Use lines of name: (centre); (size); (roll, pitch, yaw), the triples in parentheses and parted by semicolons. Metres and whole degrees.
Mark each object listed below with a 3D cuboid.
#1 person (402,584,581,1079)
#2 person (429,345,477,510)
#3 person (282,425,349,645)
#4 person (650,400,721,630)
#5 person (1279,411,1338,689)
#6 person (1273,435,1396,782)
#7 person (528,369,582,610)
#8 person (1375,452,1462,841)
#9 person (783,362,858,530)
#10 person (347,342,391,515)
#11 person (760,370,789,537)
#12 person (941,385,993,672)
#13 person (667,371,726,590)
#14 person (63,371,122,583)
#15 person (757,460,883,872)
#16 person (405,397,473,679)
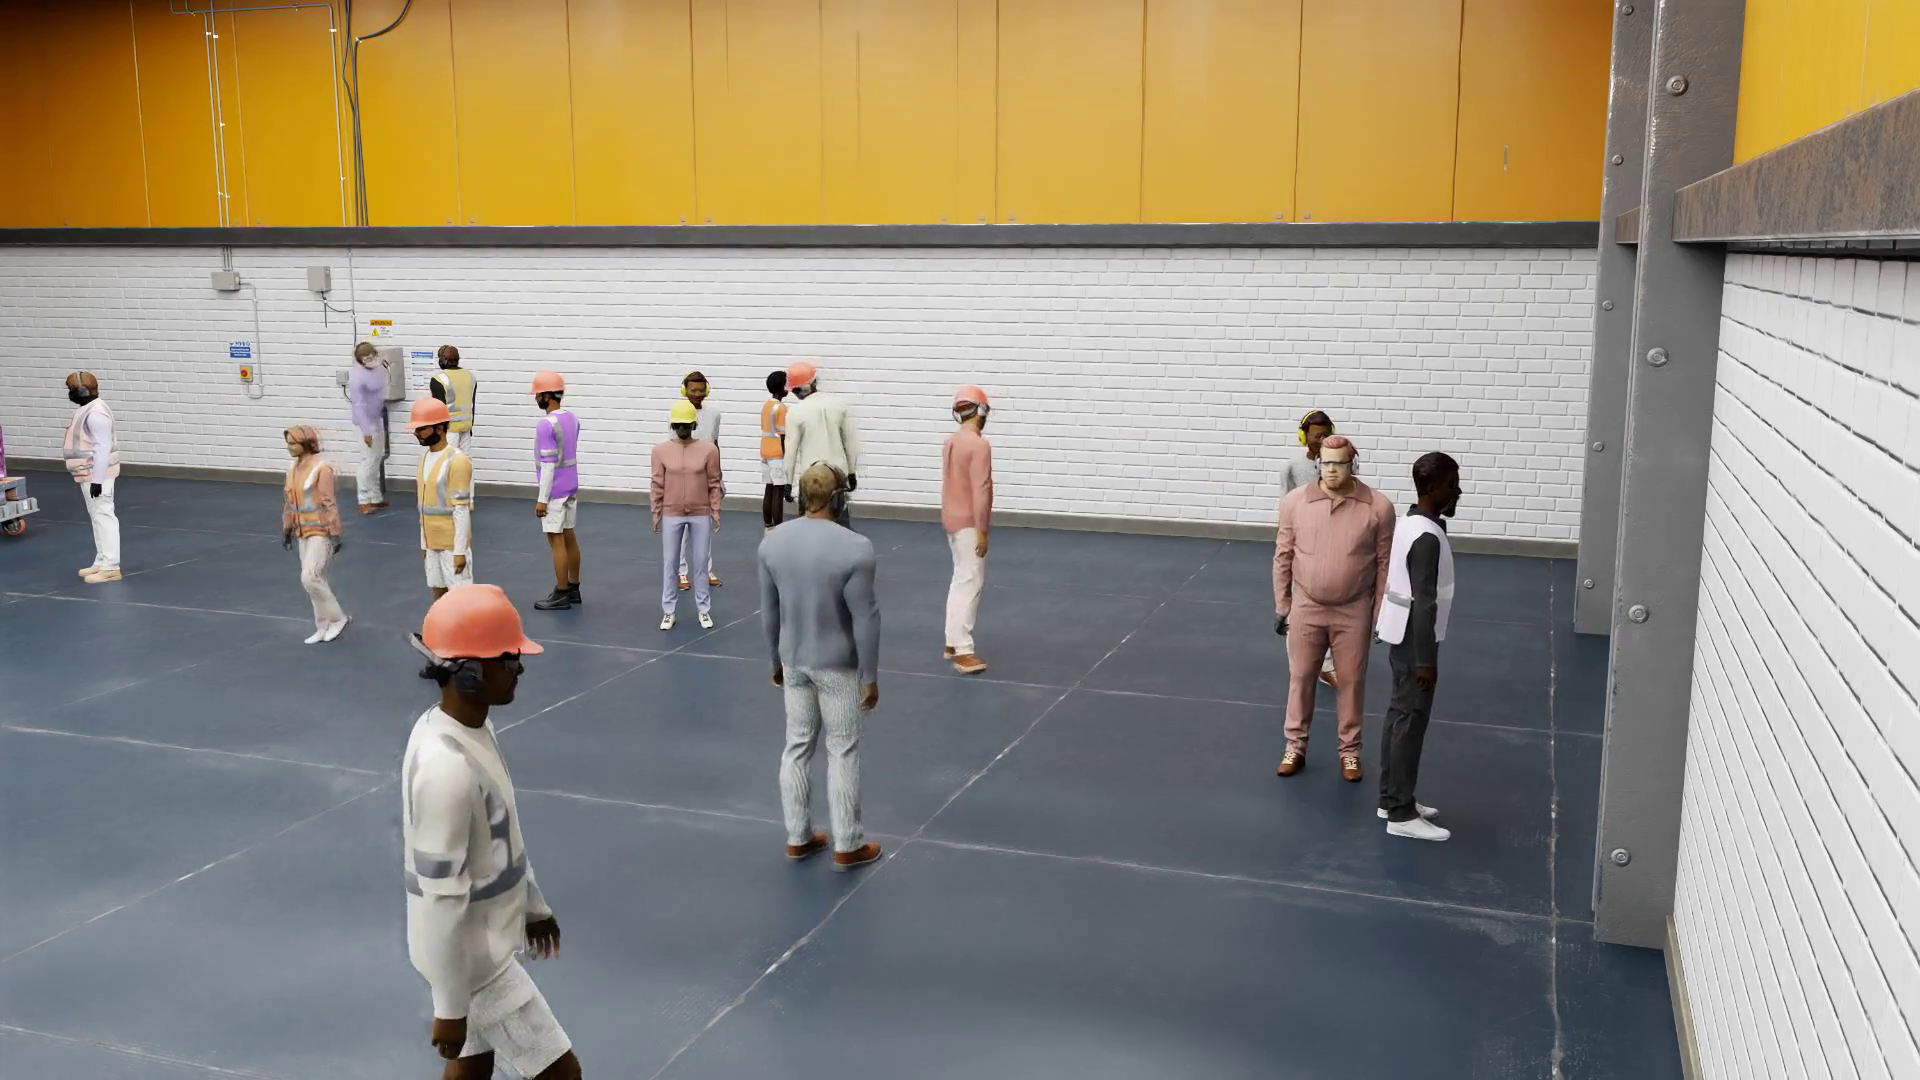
person: (-1.251, 1.111, 4.626); (0.612, 2.026, 0.617); (-4, 11, -19)
person: (-5.554, -1.206, 18.175); (0.429, 1.844, 0.626); (5, 11, 24)
person: (-4.741, -0.032, 12.145); (0.546, 1.622, 0.373); (8, 13, 38)
person: (-2.081, -0.187, 12.650); (0.533, 1.765, 0.329); (-2, 10, -10)
person: (2.337, 0.075, 10.911); (0.521, 1.865, 0.343); (-3, 10, -15)
person: (2.029, 0.375, 9.086); (0.645, 1.907, 0.400); (3, 11, 17)
person: (-3.260, -0.403, 13.377); (0.353, 1.939, 0.544); (2, 10, 11)
person: (2.270, 0.512, 8.279); (0.389, 1.918, 0.590); (2, 10, 9)
person: (-1.156, -0.531, 14.096); (0.692, 1.944, 0.528); (-7, 12, -34)
person: (-6.449, -1.234, 18.224); (0.371, 1.898, 0.766); (0, 10, 3)
person: (-1.802, -0.822, 16.416); (0.322, 1.697, 0.535); (-5, 11, -25)
person: (0.087, -0.084, 11.609); (0.455, 1.953, 0.806); (-4, 11, -21)
person: (-2.246, -0.512, 14.201); (0.528, 1.865, 0.313); (-7, 12, -34)
person: (-7.559, -0.550, 14.497); (0.430, 1.838, 0.619); (-6, 12, -32)
person: (-0.644, 0.588, 7.797); (0.636, 1.937, 0.361); (5, 11, 28)
person: (-3.457, 0.011, 11.080); (0.542, 1.930, 0.380); (9, 14, 42)
